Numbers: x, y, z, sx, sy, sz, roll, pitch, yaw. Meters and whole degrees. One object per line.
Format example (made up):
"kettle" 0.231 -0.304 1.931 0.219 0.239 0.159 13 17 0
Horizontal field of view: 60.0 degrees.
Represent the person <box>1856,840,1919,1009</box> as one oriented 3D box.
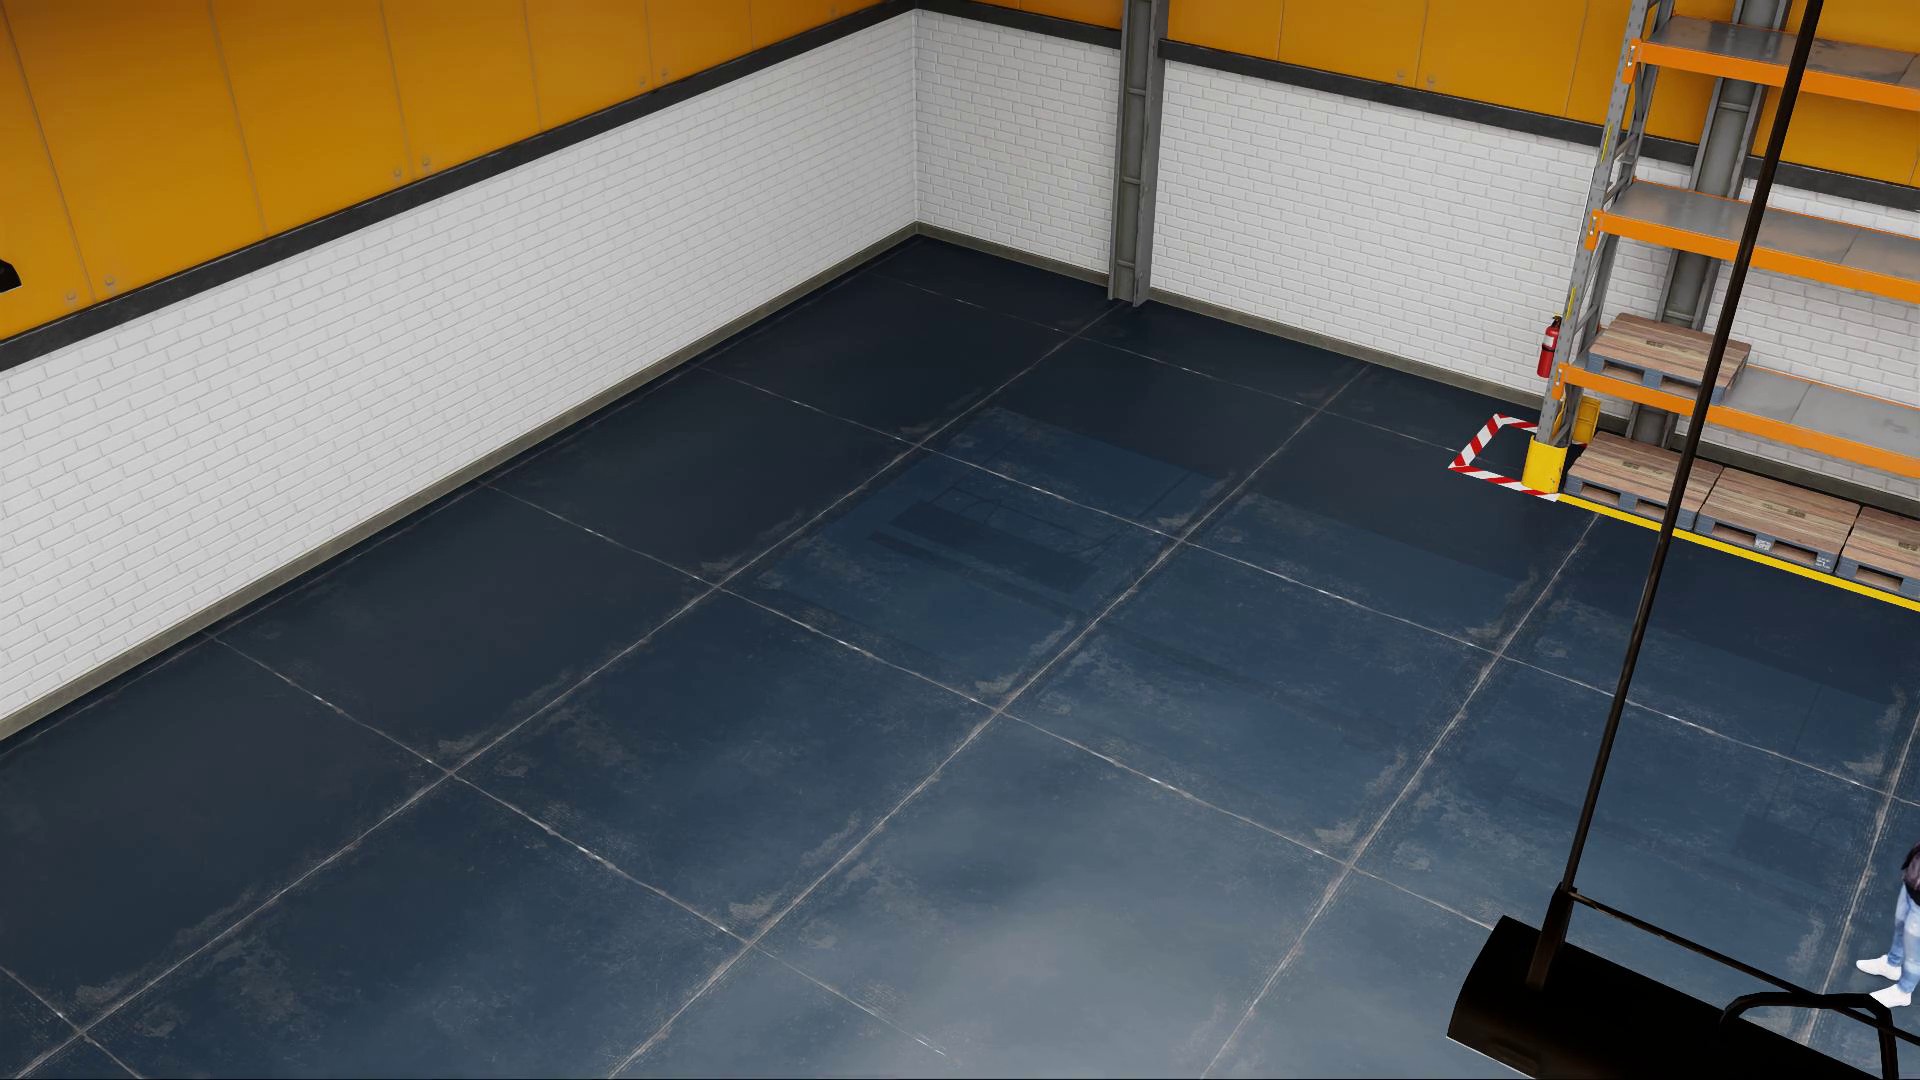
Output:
"person" 6.043 2.254 10.412 0.677 1.631 0.703 8 34 12
